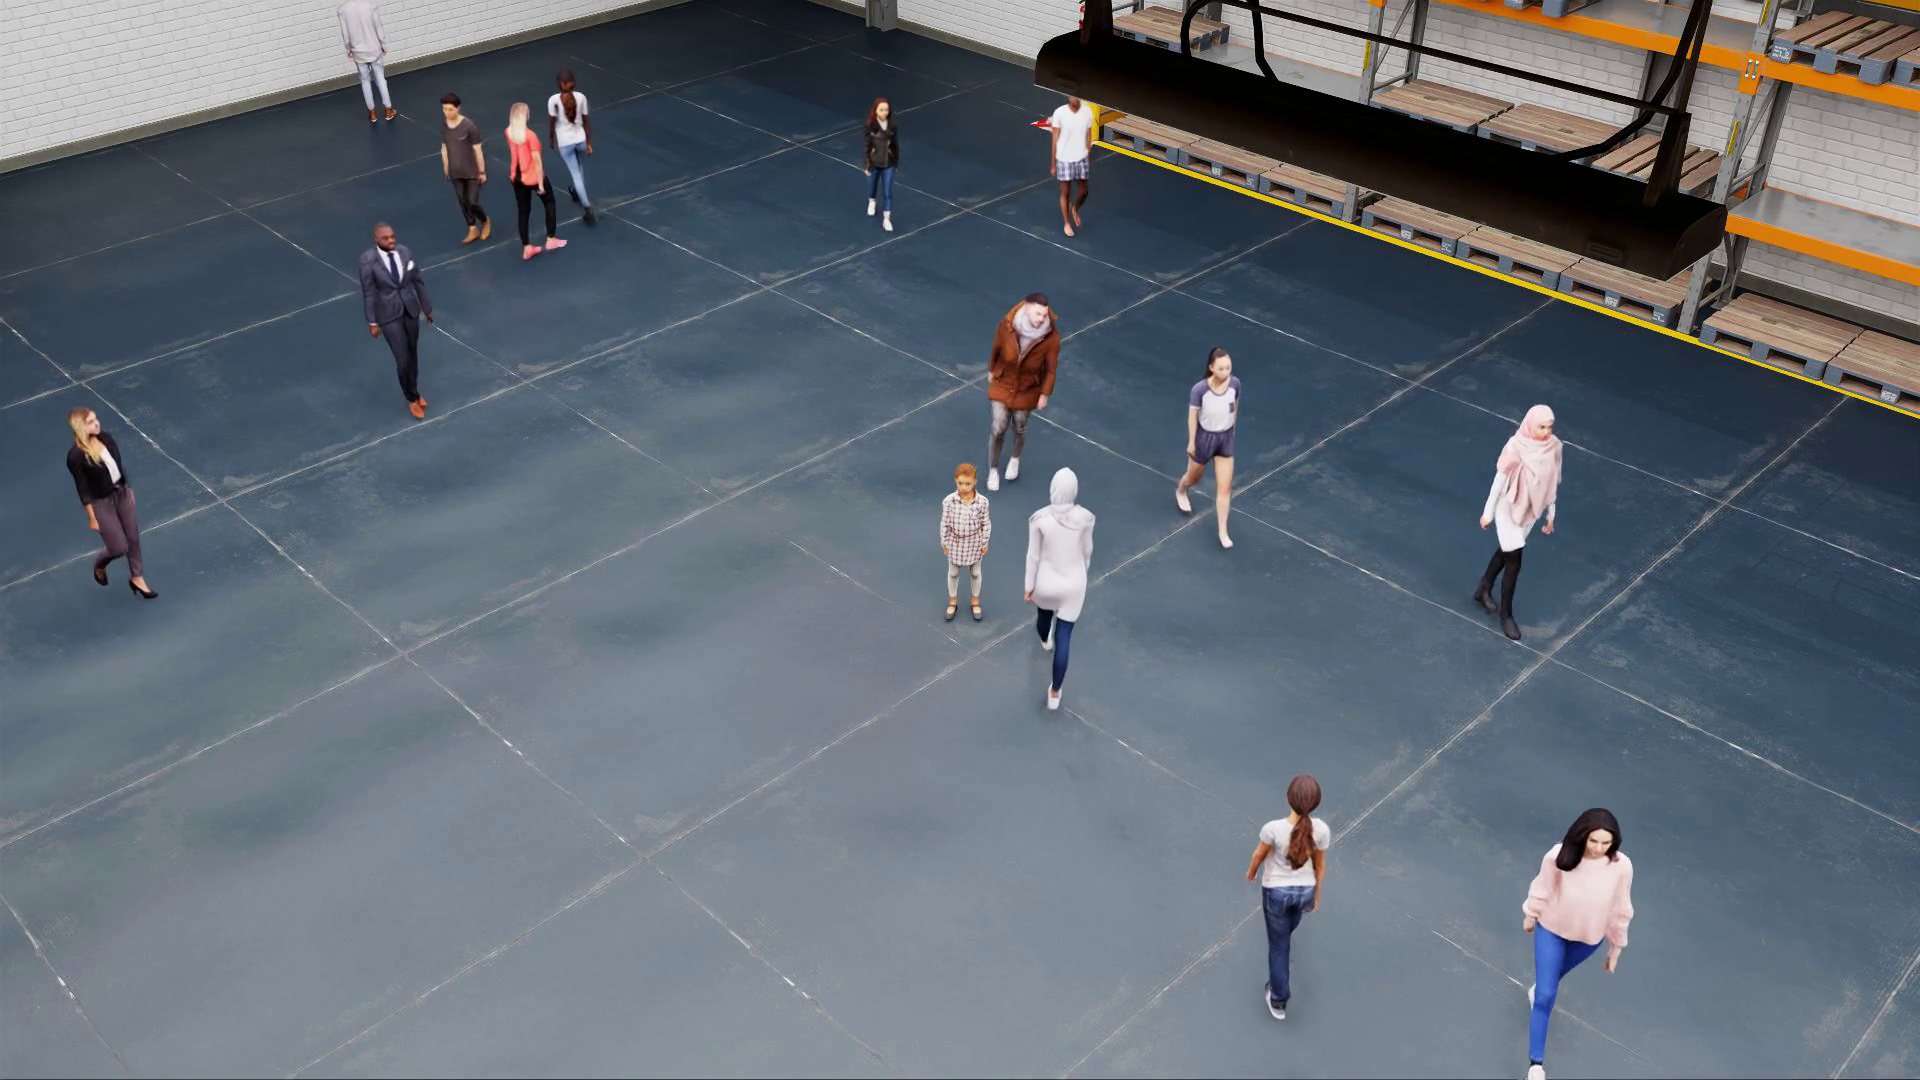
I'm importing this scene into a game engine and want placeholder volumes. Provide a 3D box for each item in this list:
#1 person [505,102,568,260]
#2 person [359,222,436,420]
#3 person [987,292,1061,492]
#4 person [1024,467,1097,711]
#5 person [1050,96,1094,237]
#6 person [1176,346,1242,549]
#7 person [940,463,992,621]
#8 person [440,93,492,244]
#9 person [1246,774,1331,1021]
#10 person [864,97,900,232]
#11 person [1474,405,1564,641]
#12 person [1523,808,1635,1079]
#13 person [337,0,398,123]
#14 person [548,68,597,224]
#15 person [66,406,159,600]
[{"bbox_3d":[-4.681,-3.803,17.766,0.775,1.675,0.807,15,36,21],"label":"person"},{"bbox_3d":[-5.106,-2.034,14.984,0.748,1.808,0.719,28,42,35],"label":"person"},{"bbox_3d":[0.456,-1.283,13.877,0.952,1.783,1.020,10,35,14],"label":"person"},{"bbox_3d":[0.685,0.380,11.423,1.126,1.731,1.139,2,34,3],"label":"person"},{"bbox_3d":[1.215,-4.233,18.377,0.788,1.715,0.837,-6,34,-8],"label":"person"},{"bbox_3d":[1.968,-0.808,13.318,0.937,1.610,1.138,-9,35,-13],"label":"person"},{"bbox_3d":[0.040,-0.005,12.379,0.621,1.313,0.681,0,34,0],"label":"person"},{"bbox_3d":[-5.360,-4.082,18.164,0.696,1.699,0.802,12,36,18],"label":"person"},{"bbox_3d":[1.822,1.990,9.184,0.939,1.527,1.033,-2,34,-3],"label":"person"},{"bbox_3d":[-0.903,-4.235,18.602,0.856,1.470,0.971,-6,34,-8],"label":"person"},{"bbox_3d":[4.061,-0.223,12.284,0.890,1.783,1.018,-11,35,-16],"label":"person"},{"bbox_3d":[3.263,2.055,8.915,1.161,1.717,1.105,7,34,11],"label":"person"},{"bbox_3d":[-7.645,-6.327,21.415,0.769,1.839,0.772,-7,34,-10],"label":"person"},{"bbox_3d":[-4.307,-4.371,18.624,0.740,1.671,1.182,-20,39,-28],"label":"person"},{"bbox_3d":[-6.430,-0.256,12.441,0.868,1.662,0.784,9,35,13],"label":"person"}]
